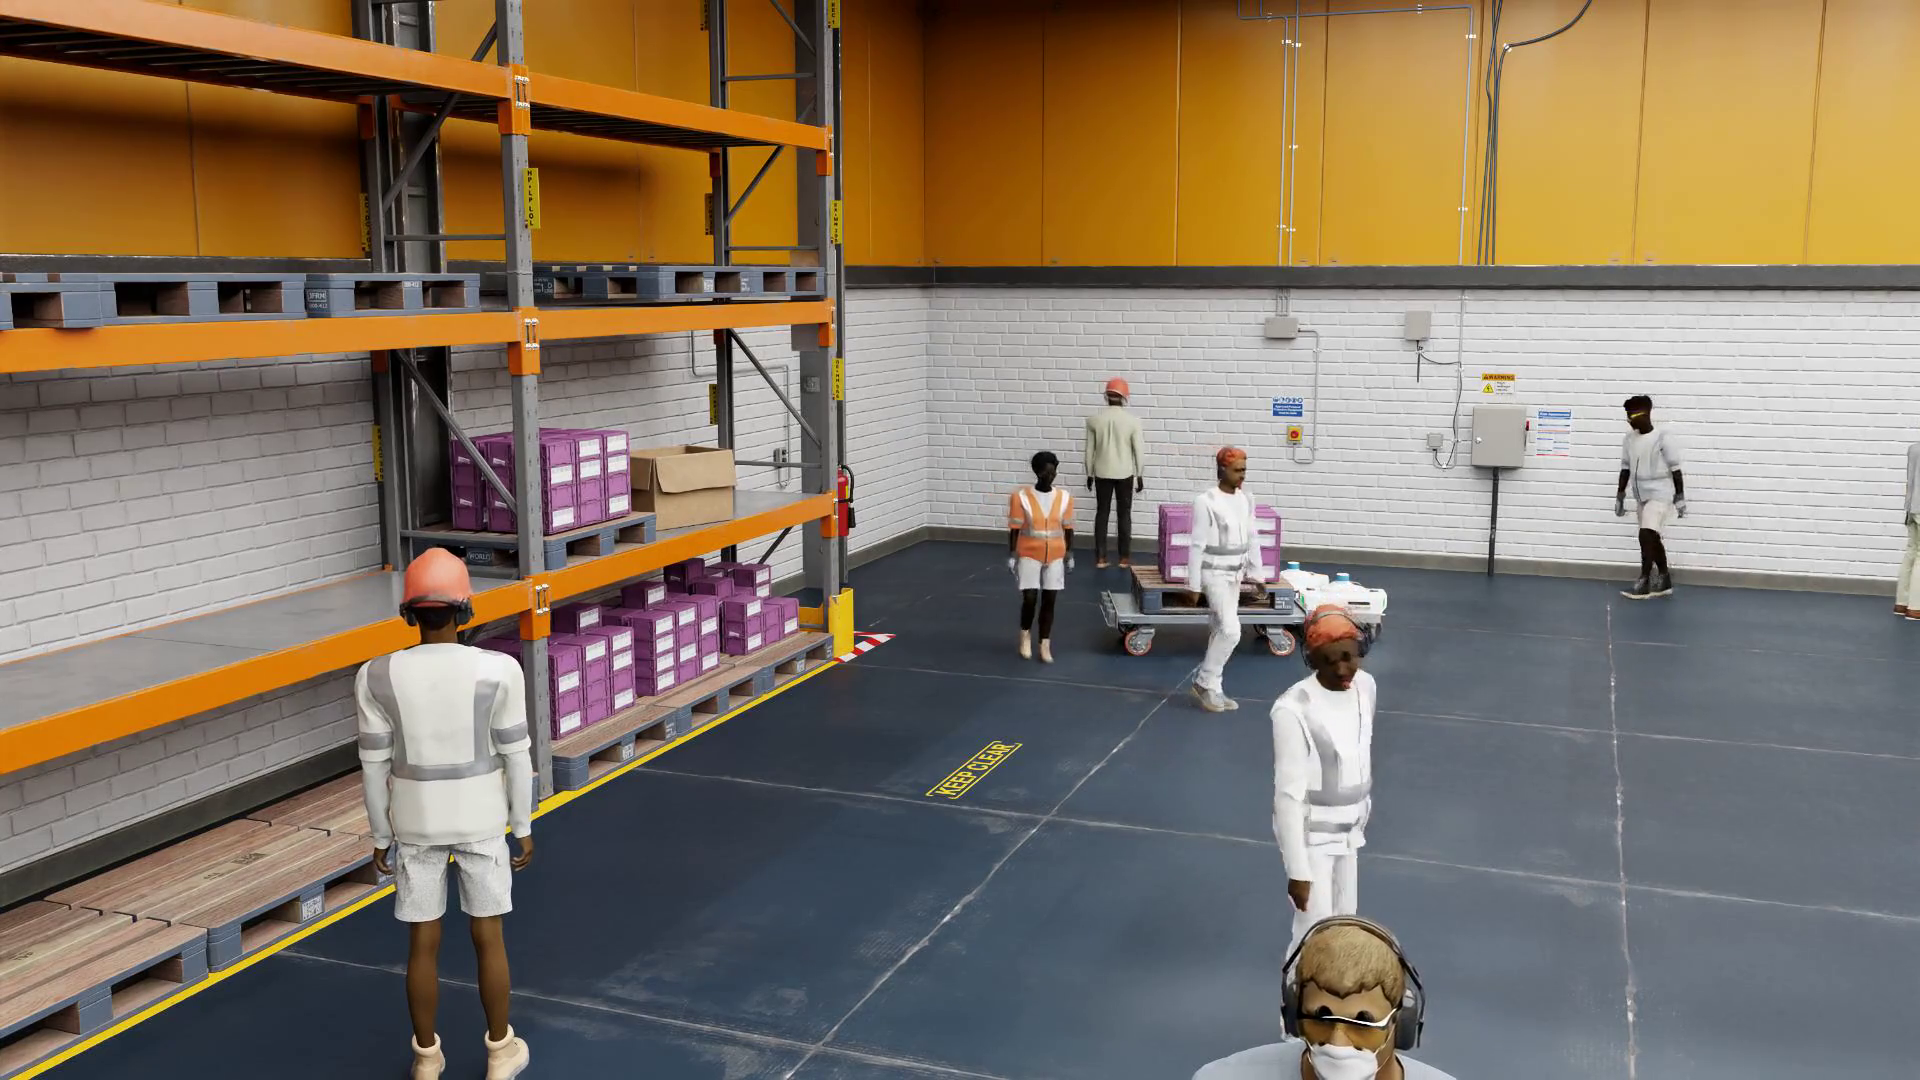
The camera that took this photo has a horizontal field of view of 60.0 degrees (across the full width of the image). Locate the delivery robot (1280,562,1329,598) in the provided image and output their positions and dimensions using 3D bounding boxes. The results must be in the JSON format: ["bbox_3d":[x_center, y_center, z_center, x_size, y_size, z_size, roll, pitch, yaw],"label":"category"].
[{"bbox_3d":[2.871,0.430,14.371,0.707,0.478,0.477,-9,12,-43],"label":"delivery robot"}]

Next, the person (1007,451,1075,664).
[{"bbox_3d":[0.642,0.134,12.966,0.554,1.679,0.367,-2,9,-15],"label":"person"}]

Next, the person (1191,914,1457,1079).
[{"bbox_3d":[0.673,1.600,2.993,0.627,1.940,0.373,2,9,15],"label":"person"}]

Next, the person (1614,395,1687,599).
[{"bbox_3d":[6.461,-0.405,15.645,0.809,1.914,0.620,-3,10,-18],"label":"person"}]

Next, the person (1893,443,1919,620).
[{"bbox_3d":[8.515,-0.220,14.675,0.321,1.860,0.521,0,9,2],"label":"person"}]

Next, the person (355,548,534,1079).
[{"bbox_3d":[-1.886,1.042,6.155,0.607,2.048,0.365,-1,9,-9],"label":"person"}]

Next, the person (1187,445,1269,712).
[{"bbox_3d":[1.845,0.277,11.542,0.449,1.868,0.572,8,12,42],"label":"person"}]

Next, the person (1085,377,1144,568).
[{"bbox_3d":[1.608,-0.696,17.248,0.622,1.994,0.384,3,10,18],"label":"person"}]

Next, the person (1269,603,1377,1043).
[{"bbox_3d":[1.398,1.116,6.313,0.378,1.850,0.777,8,12,40],"label":"person"}]

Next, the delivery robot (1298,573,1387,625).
[{"bbox_3d":[3.174,0.519,13.813,0.707,0.478,0.477,1,9,8],"label":"delivery robot"}]
